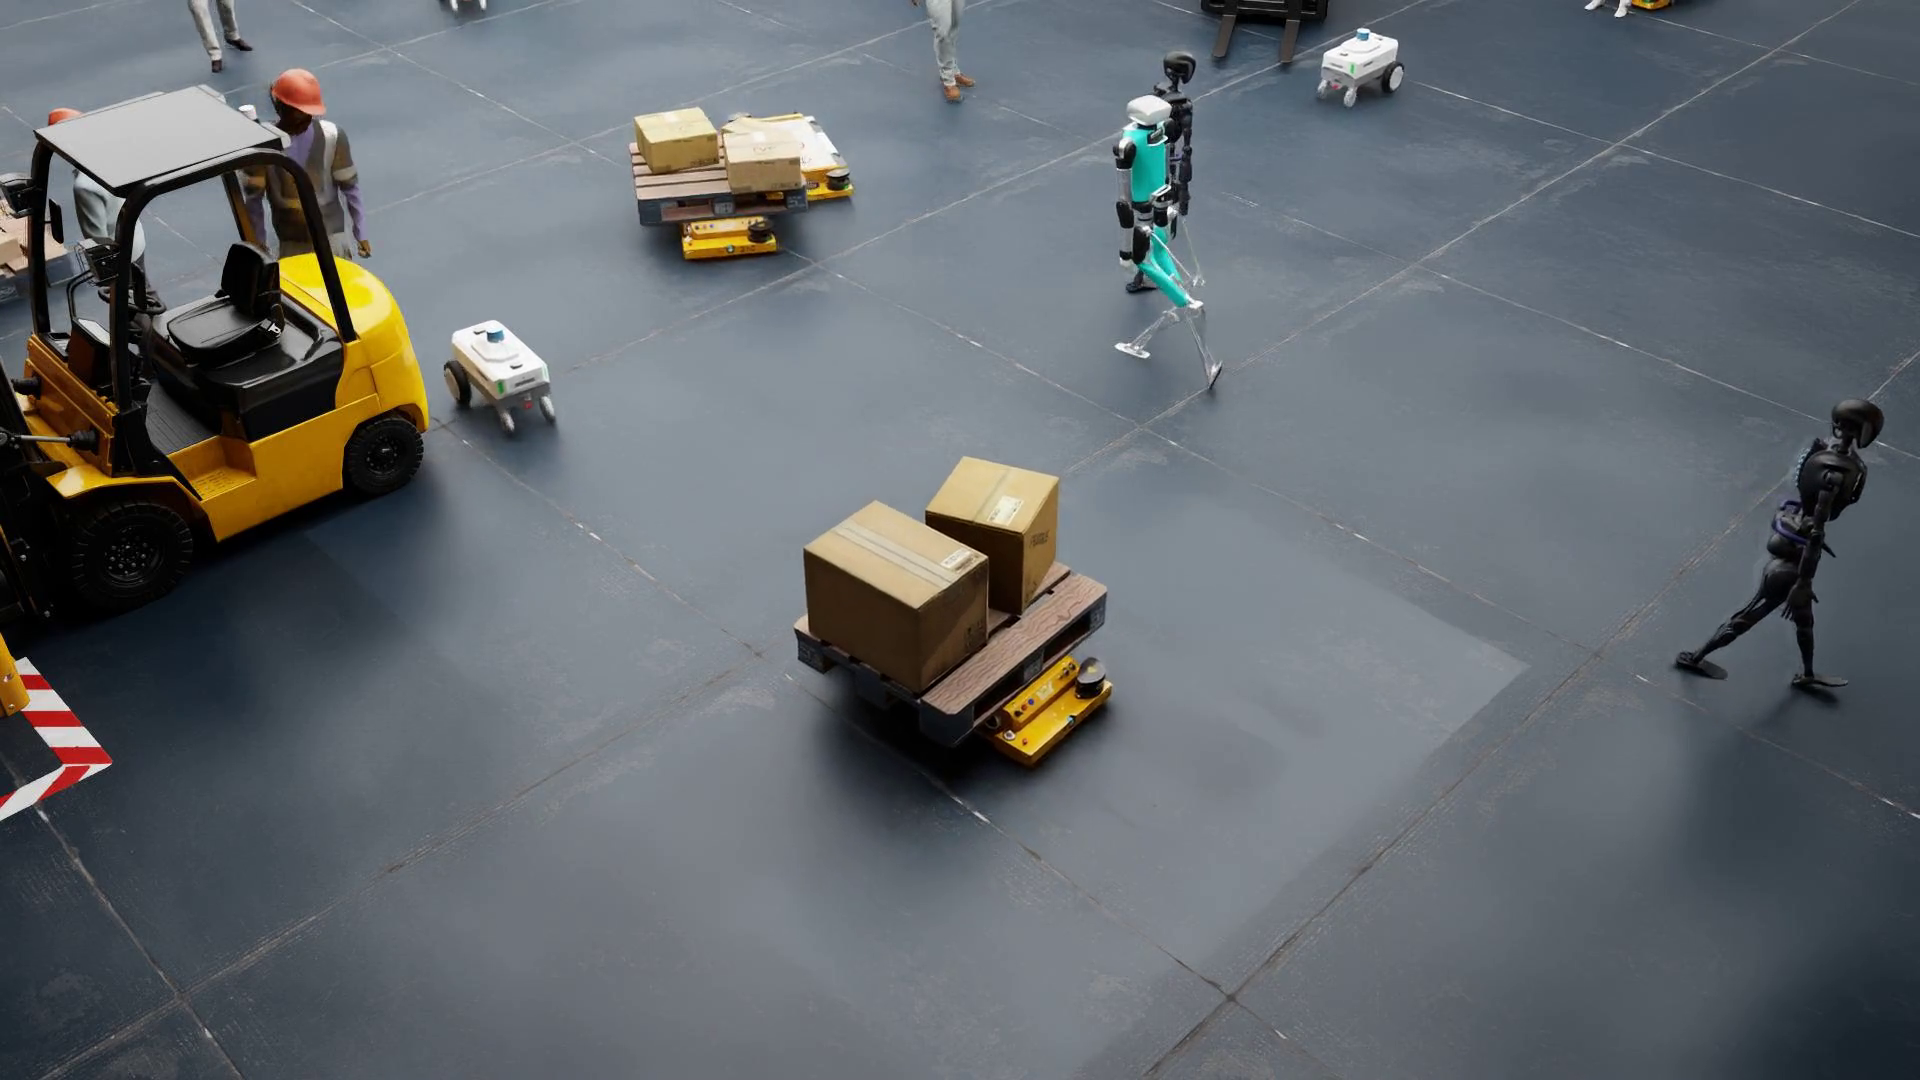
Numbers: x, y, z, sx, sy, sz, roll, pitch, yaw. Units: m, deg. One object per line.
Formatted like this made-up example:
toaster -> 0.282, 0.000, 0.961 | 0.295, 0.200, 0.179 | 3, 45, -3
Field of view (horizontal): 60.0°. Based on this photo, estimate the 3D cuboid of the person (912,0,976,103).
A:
person -> -0.034, -4.608, 13.793 | 0.724, 1.910, 0.613 | -28, 45, -32

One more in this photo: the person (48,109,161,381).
person -> -5.186, -1.799, 10.174 | 0.352, 1.742, 0.572 | -4, 37, -5

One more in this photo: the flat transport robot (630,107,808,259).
flat transport robot -> -1.780, -2.502, 12.346 | 0.659, 0.231, 1.431 | -7, 37, -9

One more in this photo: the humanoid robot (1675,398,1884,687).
humanoid robot -> 3.948, 0.052, 7.787 | 0.783, 1.622, 0.588 | 17, 40, 21

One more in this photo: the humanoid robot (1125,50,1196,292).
humanoid robot -> 1.369, -2.468, 11.130 | 0.532, 1.636, 0.604 | -15, 39, -19

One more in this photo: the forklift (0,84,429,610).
forklift -> -4.145, -1.093, 8.856 | 2.313, 2.155, 1.214 | -31, 47, -34

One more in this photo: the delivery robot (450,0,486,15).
delivery robot -> -4.809, -5.427, 16.038 | 0.499, 0.613, 0.816 | -12, 39, -16

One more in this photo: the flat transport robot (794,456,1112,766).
flat transport robot -> -0.020, 0.574, 8.229 | 1.431, 0.231, 0.659 | 27, 44, 31

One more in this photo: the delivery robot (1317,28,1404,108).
delivery robot -> 3.427, -4.061, 14.210 | 0.791, 0.614, 0.499 | -31, 47, -34

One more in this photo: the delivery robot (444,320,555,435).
delivery robot -> -2.813, -1.043, 10.163 | 0.499, 0.605, 0.781 | -25, 43, -29

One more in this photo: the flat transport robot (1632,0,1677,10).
flat transport robot -> 6.968, -5.536, 16.407 | 1.431, 0.231, 0.659 | -25, 43, -29

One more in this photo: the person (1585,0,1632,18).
person -> 6.235, -5.732, 15.533 | 0.517, 1.633, 0.316 | 30, 46, 34

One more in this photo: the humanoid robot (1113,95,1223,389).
humanoid robot -> 1.386, -1.764, 10.149 | 0.946, 1.762, 0.545 | 25, 43, 29

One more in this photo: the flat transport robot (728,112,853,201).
flat transport robot -> -1.348, -3.015, 13.032 | 0.659, 0.231, 1.431 | -12, 38, -15

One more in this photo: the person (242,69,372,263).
person -> -3.954, -1.892, 10.101 | 0.693, 2.003, 0.535 | -14, 39, -18

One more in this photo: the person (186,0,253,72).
person -> -6.639, -5.026, 14.495 | 0.560, 1.751, 0.657 | -15, 39, -19

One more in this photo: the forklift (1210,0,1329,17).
forklift -> 3.106, -6.400, 15.960 | 1.214, 2.155, 2.313 | 8, 37, 10
